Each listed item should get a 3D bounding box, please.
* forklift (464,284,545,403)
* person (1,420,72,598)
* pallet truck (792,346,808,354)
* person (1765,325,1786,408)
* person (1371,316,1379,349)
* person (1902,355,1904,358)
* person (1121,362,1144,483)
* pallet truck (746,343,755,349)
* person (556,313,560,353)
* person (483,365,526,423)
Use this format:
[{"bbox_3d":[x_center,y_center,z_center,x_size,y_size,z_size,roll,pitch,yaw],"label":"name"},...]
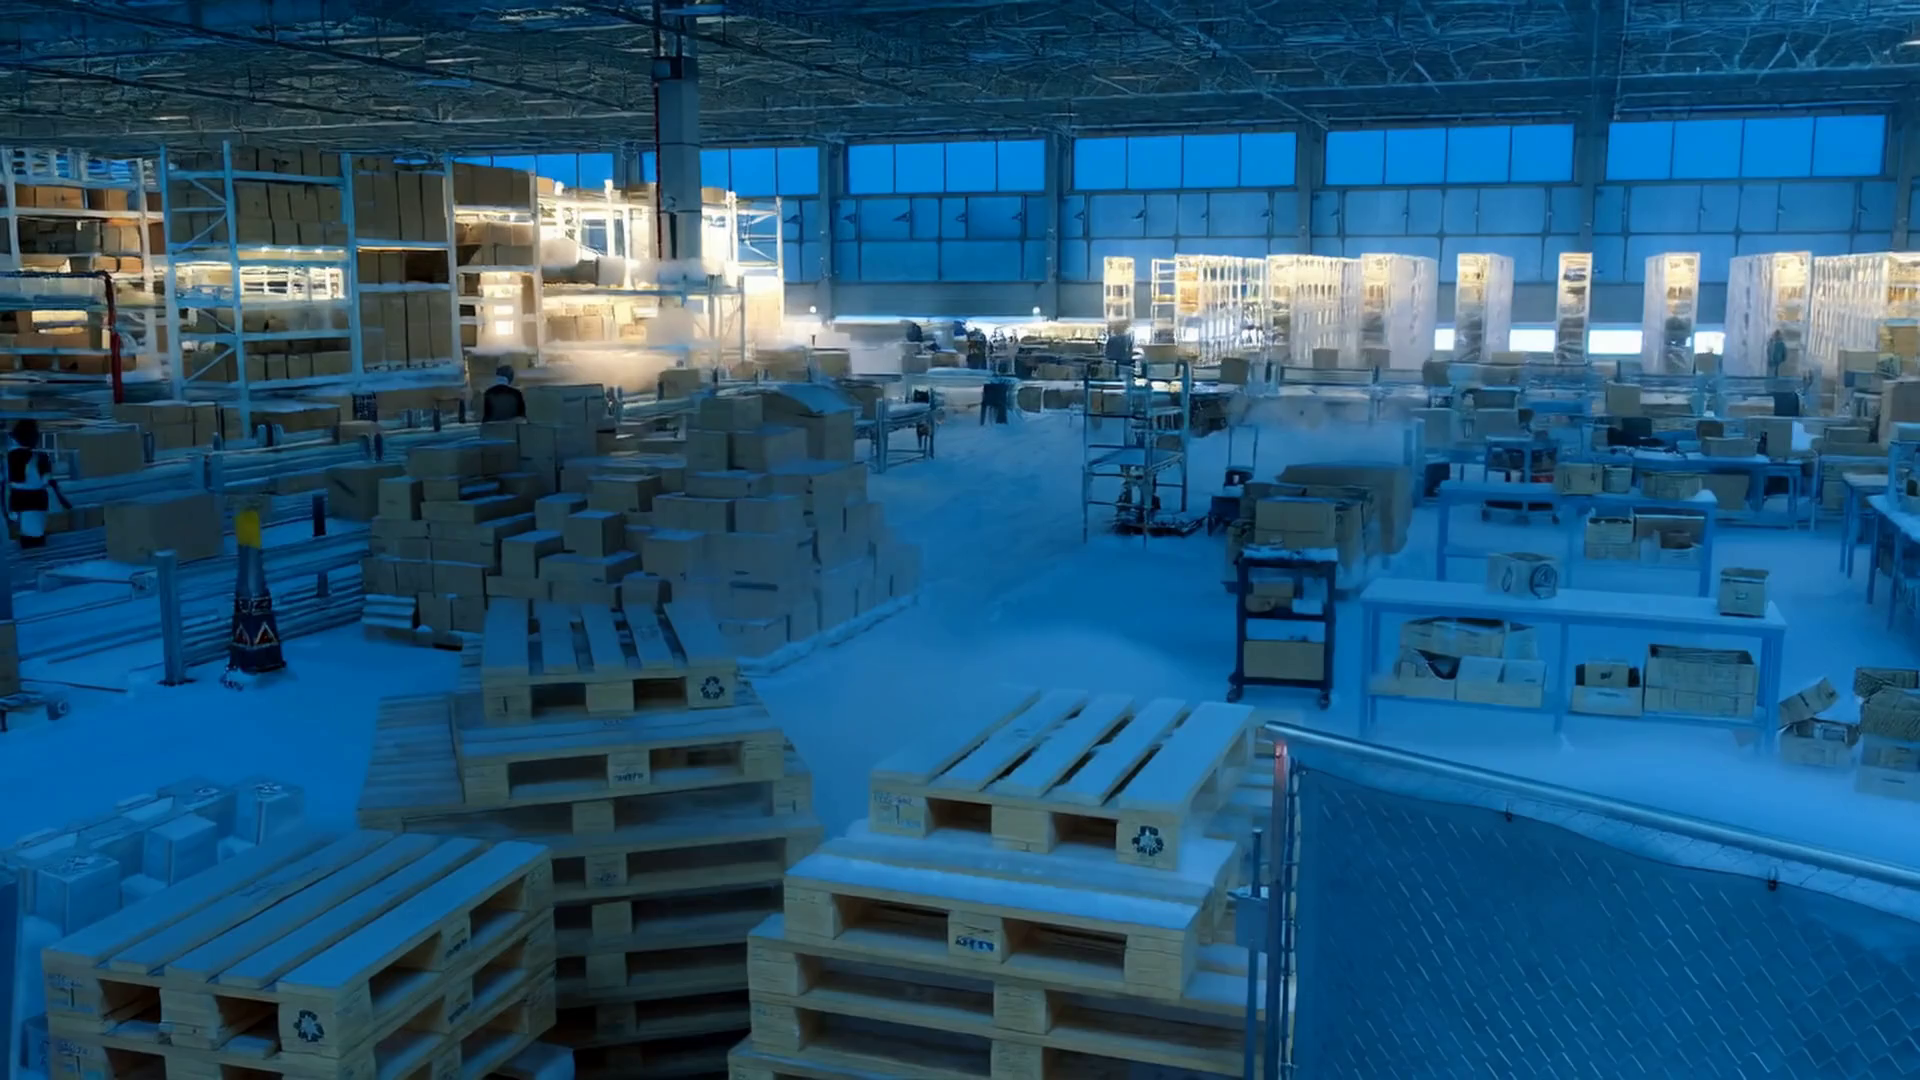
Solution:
[{"bbox_3d":[-10.832,-4.702,39.610,1.129,2.768,1.873,3,10,20],"label":"forklift"},{"bbox_3d":[-8.783,-0.315,15.887,0.539,1.653,0.859,4,10,24],"label":"person"},{"bbox_3d":[-3.705,-4.298,42.022,0.653,1.274,1.630,3,10,20],"label":"pallet truck"},{"bbox_3d":[18.724,-3.984,38.169,0.407,1.903,0.639,6,11,35],"label":"person"},{"bbox_3d":[13.113,-6.338,52.655,0.387,1.992,0.626,3,10,19],"label":"person"},{"bbox_3d":[25.980,-5.223,46.168,0.444,1.830,0.558,2,9,13],"label":"person"},{"bbox_3d":[2.522,-1.714,24.326,0.302,1.772,0.527,3,10,20],"label":"person"},{"bbox_3d":[-6.183,-4.618,44.264,1.601,1.201,0.680,-9,12,-43],"label":"pallet truck"},{"bbox_3d":[-14.494,-7.476,60.703,0.504,1.701,0.850,3,10,18],"label":"person"},{"bbox_3d":[-6.282,-1.538,23.180,0.611,1.777,0.942,3,10,20],"label":"person"}]
